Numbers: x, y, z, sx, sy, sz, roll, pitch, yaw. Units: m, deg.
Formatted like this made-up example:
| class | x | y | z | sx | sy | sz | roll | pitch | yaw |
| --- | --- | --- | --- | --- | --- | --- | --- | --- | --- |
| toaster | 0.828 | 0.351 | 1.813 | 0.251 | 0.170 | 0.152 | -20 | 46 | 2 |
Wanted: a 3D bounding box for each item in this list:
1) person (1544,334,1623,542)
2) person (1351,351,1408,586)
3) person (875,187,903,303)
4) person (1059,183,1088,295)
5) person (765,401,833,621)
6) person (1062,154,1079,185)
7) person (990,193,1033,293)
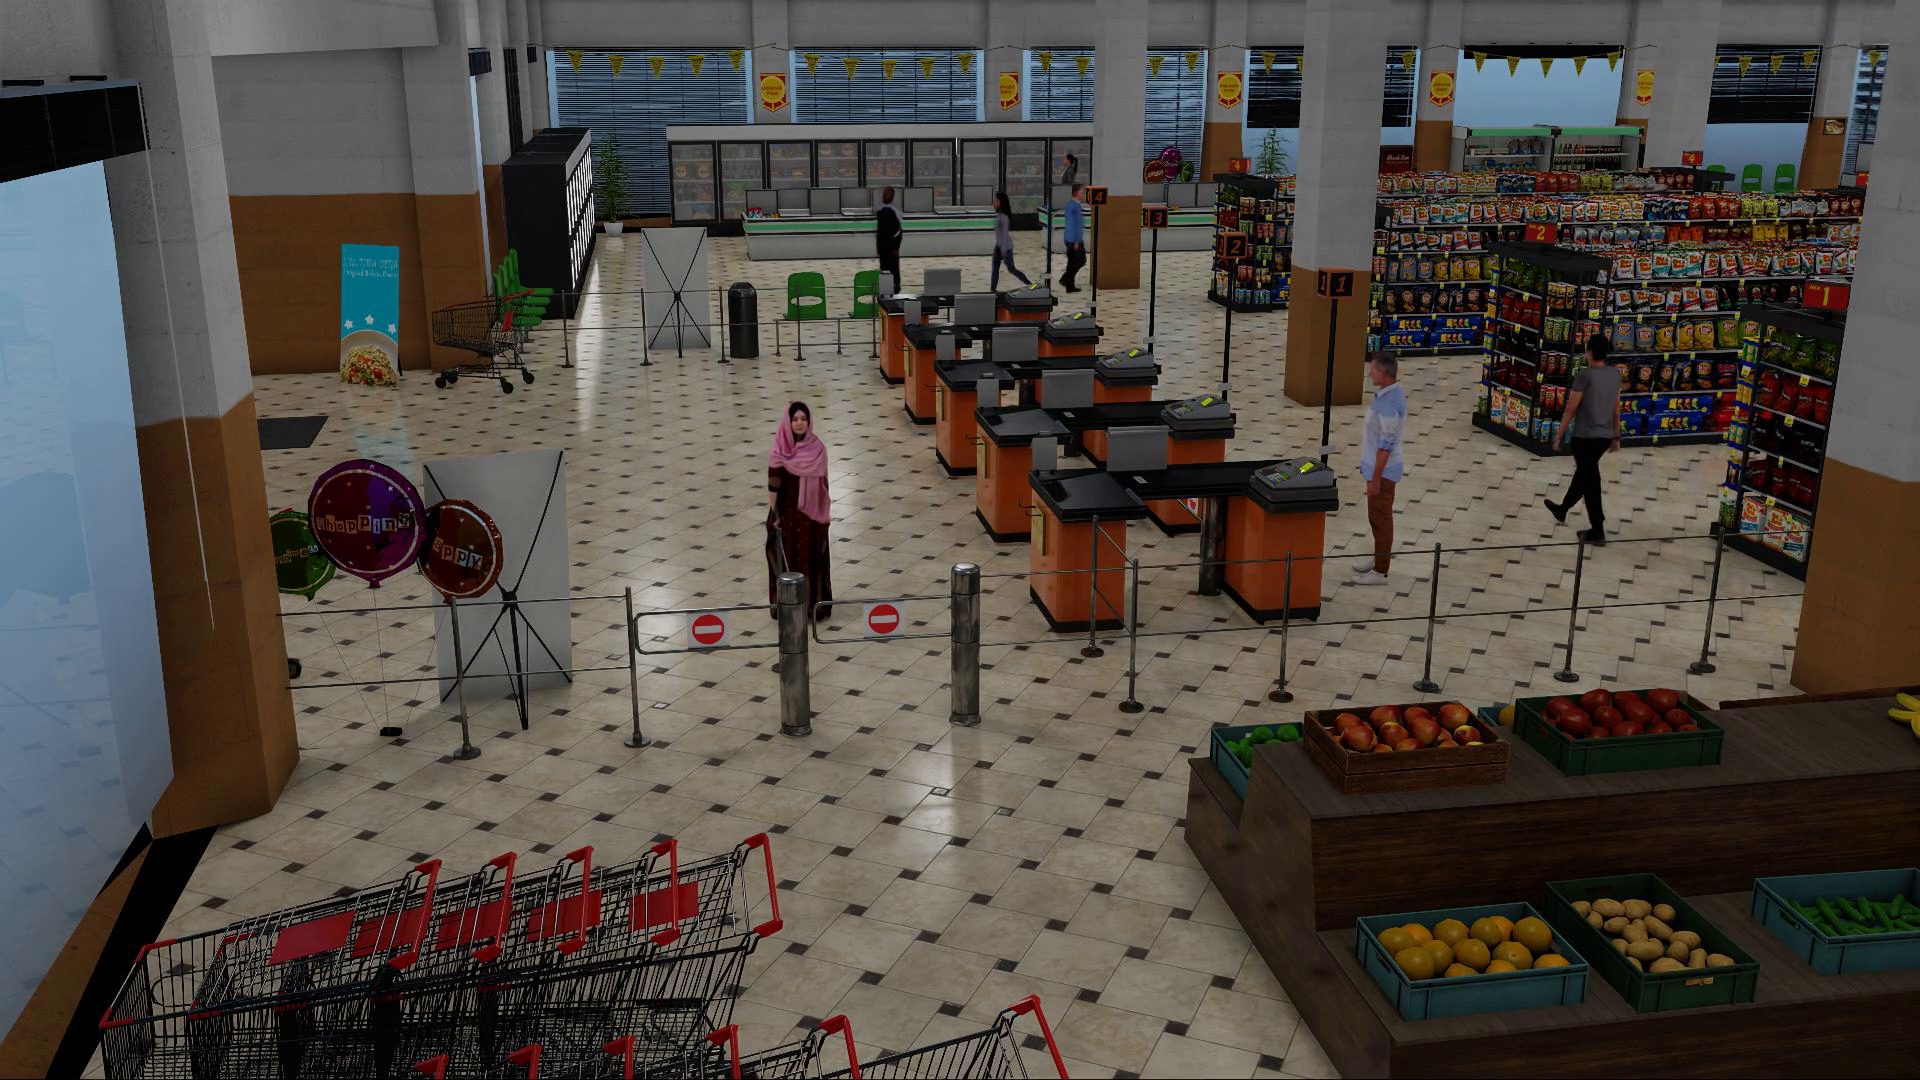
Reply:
| class | x | y | z | sx | sy | sz | roll | pitch | yaw |
| --- | --- | --- | --- | --- | --- | --- | --- | --- | --- |
| person | 5.344 | -0.822 | 13.917 | 1.091 | 1.718 | 0.921 | -8 | 19 | -24 |
| person | 3.278 | -0.566 | 12.893 | 0.740 | 1.822 | 0.766 | 5 | 18 | 15 |
| person | -1.122 | -4.723 | 26.575 | 0.744 | 1.828 | 0.738 | -15 | 22 | -40 |
| person | 1.802 | -4.954 | 27.382 | 0.765 | 1.800 | 0.735 | -7 | 18 | -21 |
| person | -1.166 | -0.206 | 12.028 | 0.625 | 1.638 | 0.780 | -8 | 18 | -23 |
| person | 2.364 | -7.472 | 35.885 | 0.689 | 1.679 | 0.689 | 2 | 17 | 7 |
| person | 0.819 | -4.613 | 26.530 | 1.148 | 1.644 | 0.698 | -1 | 17 | -4 |
